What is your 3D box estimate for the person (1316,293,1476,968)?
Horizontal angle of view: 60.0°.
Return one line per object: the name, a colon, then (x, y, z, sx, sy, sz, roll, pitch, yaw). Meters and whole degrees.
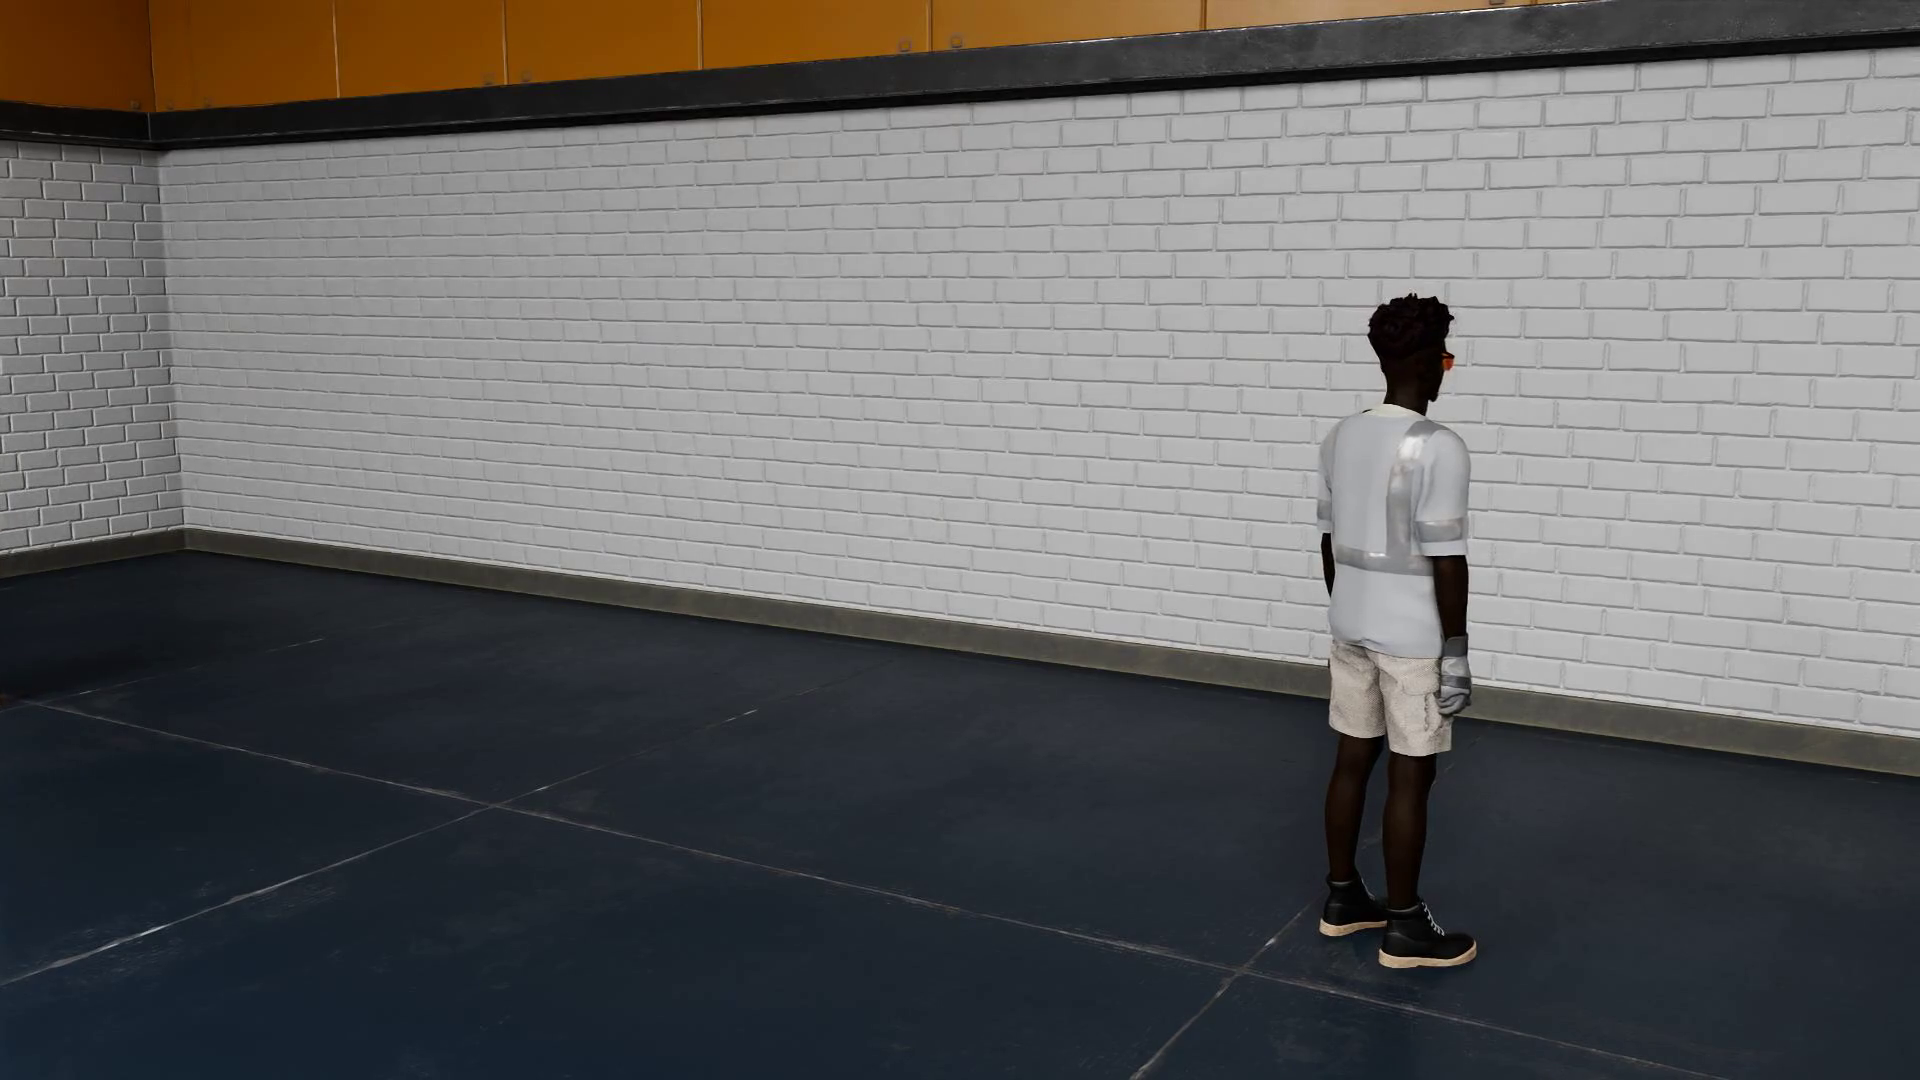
person: (1.290, 0.265, 4.897, 0.364, 1.966, 0.609, -4, 10, -24)
